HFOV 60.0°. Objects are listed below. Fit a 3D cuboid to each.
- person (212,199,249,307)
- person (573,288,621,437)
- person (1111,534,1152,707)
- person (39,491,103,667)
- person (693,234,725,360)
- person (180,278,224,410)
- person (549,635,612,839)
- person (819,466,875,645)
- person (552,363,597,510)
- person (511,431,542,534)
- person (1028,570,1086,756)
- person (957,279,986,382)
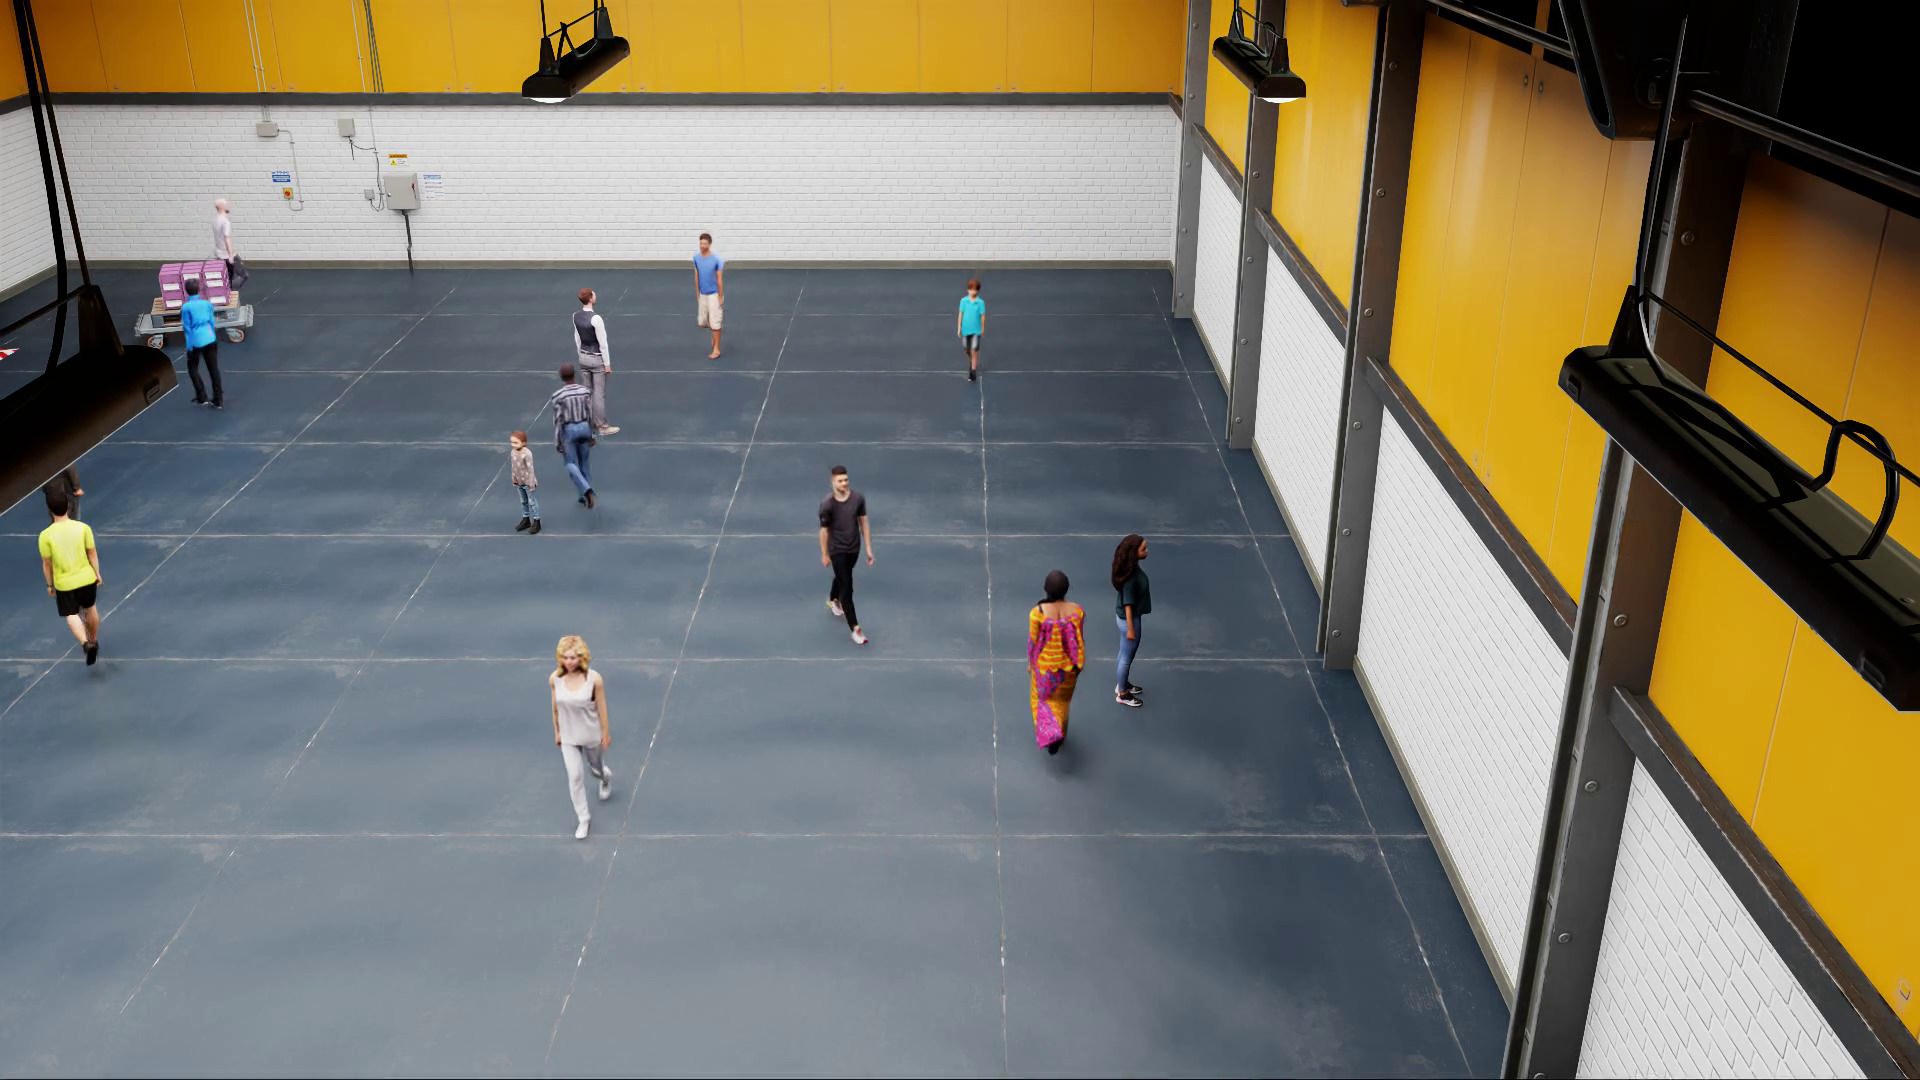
[{"bbox_3d":[-11.894,-4.571,26.790,0.892,1.821,0.831,-21,31,-40],"label":"person"},{"bbox_3d":[-4.749,-2.324,21.503,0.748,1.939,0.763,16,28,31],"label":"person"},{"bbox_3d":[1.527,0.701,14.983,0.678,1.617,0.556,3,24,6],"label":"person"},{"bbox_3d":[-8.302,0.380,15.626,0.951,1.691,1.046,-18,29,-35],"label":"person"},{"bbox_3d":[-3.651,-3.646,24.648,0.799,1.841,0.967,7,25,16],"label":"person"},{"bbox_3d":[-10.144,-2.616,22.366,0.885,1.781,0.821,17,29,34],"label":"person"},{"bbox_3d":[-2.968,1.486,13.142,0.602,1.653,0.937,1,24,2],"label":"person"},{"bbox_3d":[-1.161,0.081,16.282,1.074,1.714,1.289,-14,27,-29],"label":"person"},{"bbox_3d":[-4.352,-1.132,18.984,0.941,1.772,1.048,-14,27,-29],"label":"person"},{"bbox_3d":[-4.876,-0.673,18.658,0.545,1.193,0.576,14,27,28],"label":"person"},{"bbox_3d":[0.811,1.046,14.131,0.761,1.668,1.003,-5,24,-11],"label":"person"},{"bbox_3d":[0.176,-3.029,23.750,0.702,1.430,0.972,7,25,16],"label":"person"}]
